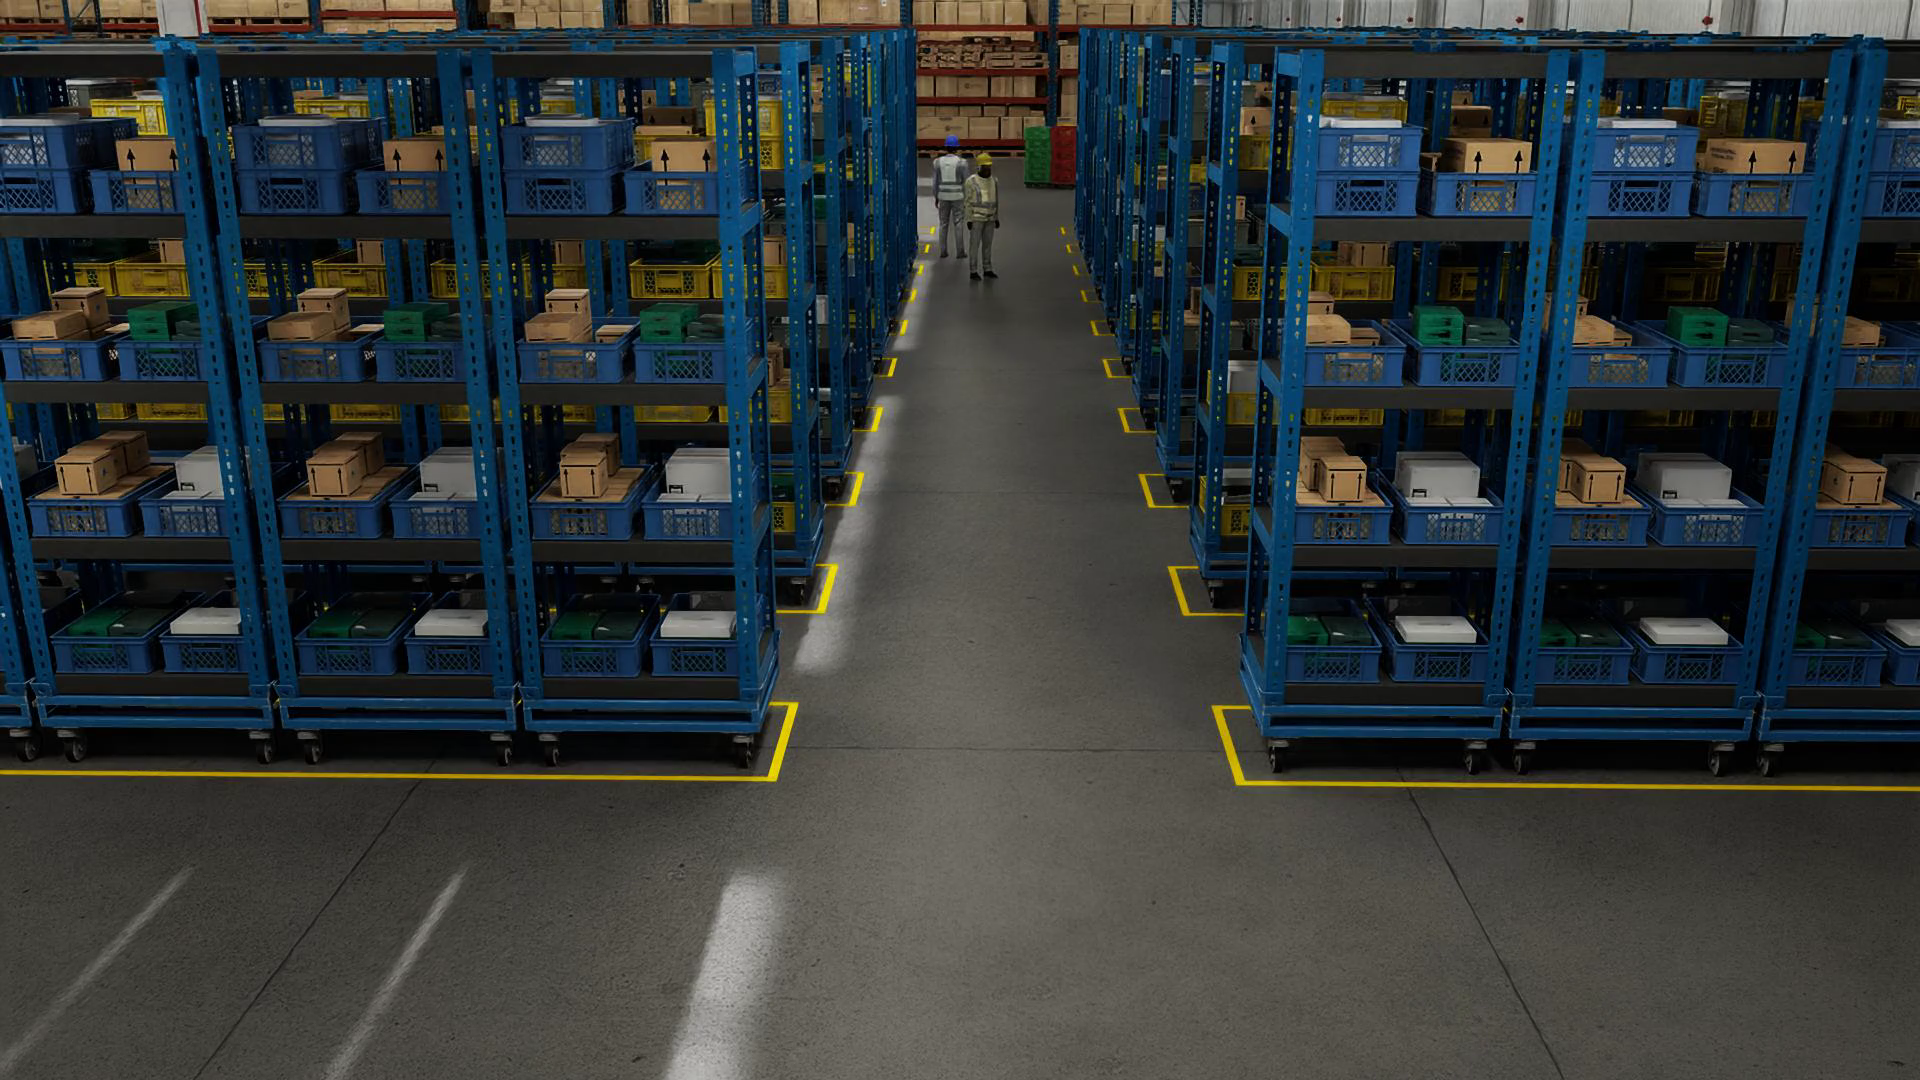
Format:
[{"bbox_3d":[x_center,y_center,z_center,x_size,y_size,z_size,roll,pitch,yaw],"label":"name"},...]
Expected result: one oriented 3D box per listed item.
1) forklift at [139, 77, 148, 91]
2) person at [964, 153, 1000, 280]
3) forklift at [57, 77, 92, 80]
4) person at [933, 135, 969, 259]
[{"bbox_3d":[-23.972,-13.197,49.697,1.129,2.768,1.873,0,17,0],"label":"forklift"},{"bbox_3d":[0.342,-4.772,24.562,0.597,1.836,0.404,-12,21,-34],"label":"person"},{"bbox_3d":[-24.462,-12.075,46.120,1.129,2.768,1.873,0,17,1],"label":"forklift"},{"bbox_3d":[-0.136,-5.502,26.703,0.603,1.949,0.389,5,18,16],"label":"person"}]
